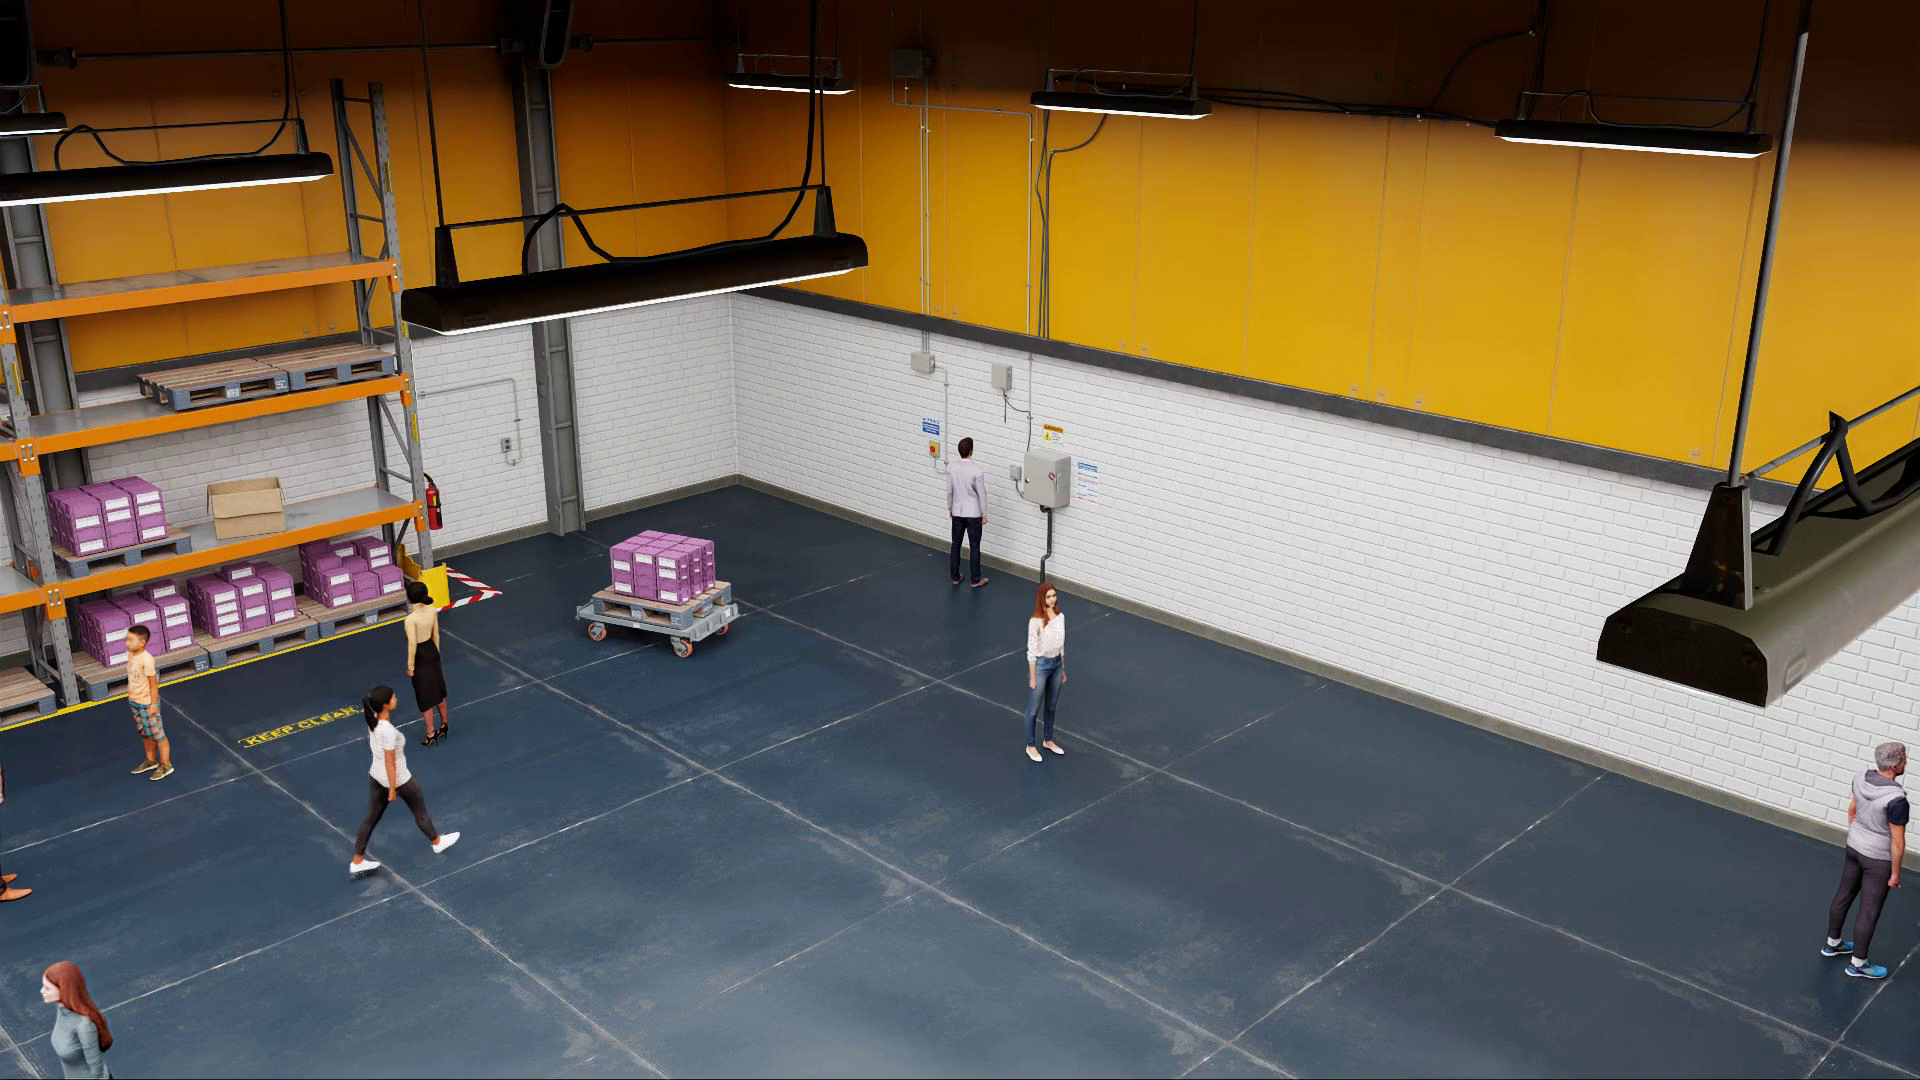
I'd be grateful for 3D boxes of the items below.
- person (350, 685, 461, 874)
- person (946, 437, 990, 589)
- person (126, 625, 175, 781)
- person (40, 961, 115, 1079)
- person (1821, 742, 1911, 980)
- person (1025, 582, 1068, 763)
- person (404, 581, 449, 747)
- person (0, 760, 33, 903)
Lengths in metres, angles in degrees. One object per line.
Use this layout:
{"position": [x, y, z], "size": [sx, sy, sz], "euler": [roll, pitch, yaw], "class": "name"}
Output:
{"position": [-4.753, 1.993, 13.613], "size": [1.139, 1.595, 0.595], "euler": [-16, 24, -39], "class": "person"}
{"position": [0.077, -0.344, 20.148], "size": [0.746, 1.853, 0.696], "euler": [9, 21, 25], "class": "person"}
{"position": [-7.521, 1.477, 15.354], "size": [0.565, 1.462, 0.564], "euler": [11, 22, 30], "class": "person"}
{"position": [-5.083, 3.226, 9.720], "size": [0.534, 1.742, 0.593], "euler": [-16, 24, -39], "class": "person"}
{"position": [6.710, 2.323, 12.270], "size": [0.793, 1.828, 0.778], "euler": [-3, 19, -8], "class": "person"}
{"position": [0.804, 1.218, 15.706], "size": [0.508, 1.728, 0.675], "euler": [-12, 22, -31], "class": "person"}
{"position": [-5.133, 1.176, 15.948], "size": [0.715, 1.654, 0.597], "euler": [8, 20, 22], "class": "person"}
{"position": [-7.831, 2.008, 13.238], "size": [0.595, 1.807, 0.677], "euler": [-16, 24, -39], "class": "person"}
